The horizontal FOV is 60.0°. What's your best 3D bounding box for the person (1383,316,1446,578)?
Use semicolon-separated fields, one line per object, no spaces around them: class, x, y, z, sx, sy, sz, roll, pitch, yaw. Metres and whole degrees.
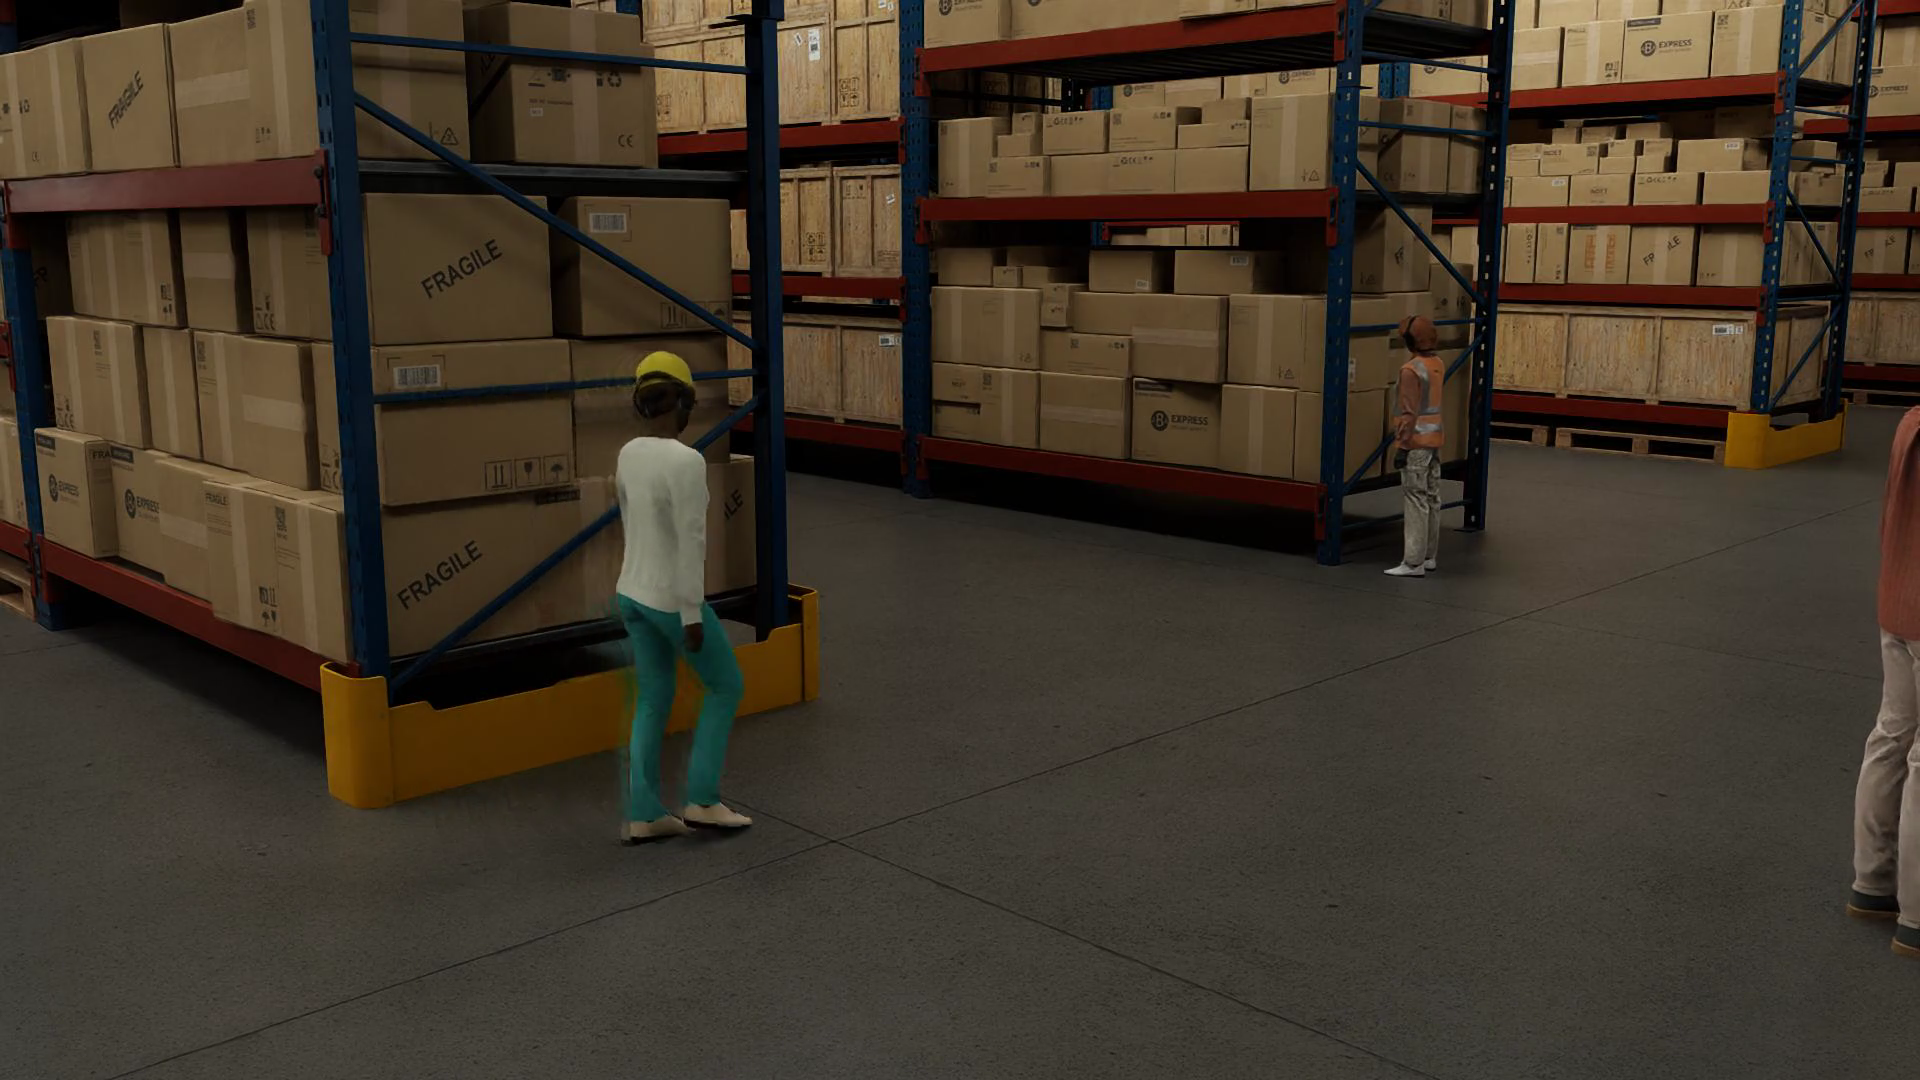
person;2.864;-0.579;10.408;0.314;1.636;0.514;8;13;36

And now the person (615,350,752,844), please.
person;-0.972;0.205;5.859;0.547;1.728;0.564;-8;13;-39

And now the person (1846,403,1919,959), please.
person;2.946;0.242;4.948;0.393;1.995;0.612;1;10;6
